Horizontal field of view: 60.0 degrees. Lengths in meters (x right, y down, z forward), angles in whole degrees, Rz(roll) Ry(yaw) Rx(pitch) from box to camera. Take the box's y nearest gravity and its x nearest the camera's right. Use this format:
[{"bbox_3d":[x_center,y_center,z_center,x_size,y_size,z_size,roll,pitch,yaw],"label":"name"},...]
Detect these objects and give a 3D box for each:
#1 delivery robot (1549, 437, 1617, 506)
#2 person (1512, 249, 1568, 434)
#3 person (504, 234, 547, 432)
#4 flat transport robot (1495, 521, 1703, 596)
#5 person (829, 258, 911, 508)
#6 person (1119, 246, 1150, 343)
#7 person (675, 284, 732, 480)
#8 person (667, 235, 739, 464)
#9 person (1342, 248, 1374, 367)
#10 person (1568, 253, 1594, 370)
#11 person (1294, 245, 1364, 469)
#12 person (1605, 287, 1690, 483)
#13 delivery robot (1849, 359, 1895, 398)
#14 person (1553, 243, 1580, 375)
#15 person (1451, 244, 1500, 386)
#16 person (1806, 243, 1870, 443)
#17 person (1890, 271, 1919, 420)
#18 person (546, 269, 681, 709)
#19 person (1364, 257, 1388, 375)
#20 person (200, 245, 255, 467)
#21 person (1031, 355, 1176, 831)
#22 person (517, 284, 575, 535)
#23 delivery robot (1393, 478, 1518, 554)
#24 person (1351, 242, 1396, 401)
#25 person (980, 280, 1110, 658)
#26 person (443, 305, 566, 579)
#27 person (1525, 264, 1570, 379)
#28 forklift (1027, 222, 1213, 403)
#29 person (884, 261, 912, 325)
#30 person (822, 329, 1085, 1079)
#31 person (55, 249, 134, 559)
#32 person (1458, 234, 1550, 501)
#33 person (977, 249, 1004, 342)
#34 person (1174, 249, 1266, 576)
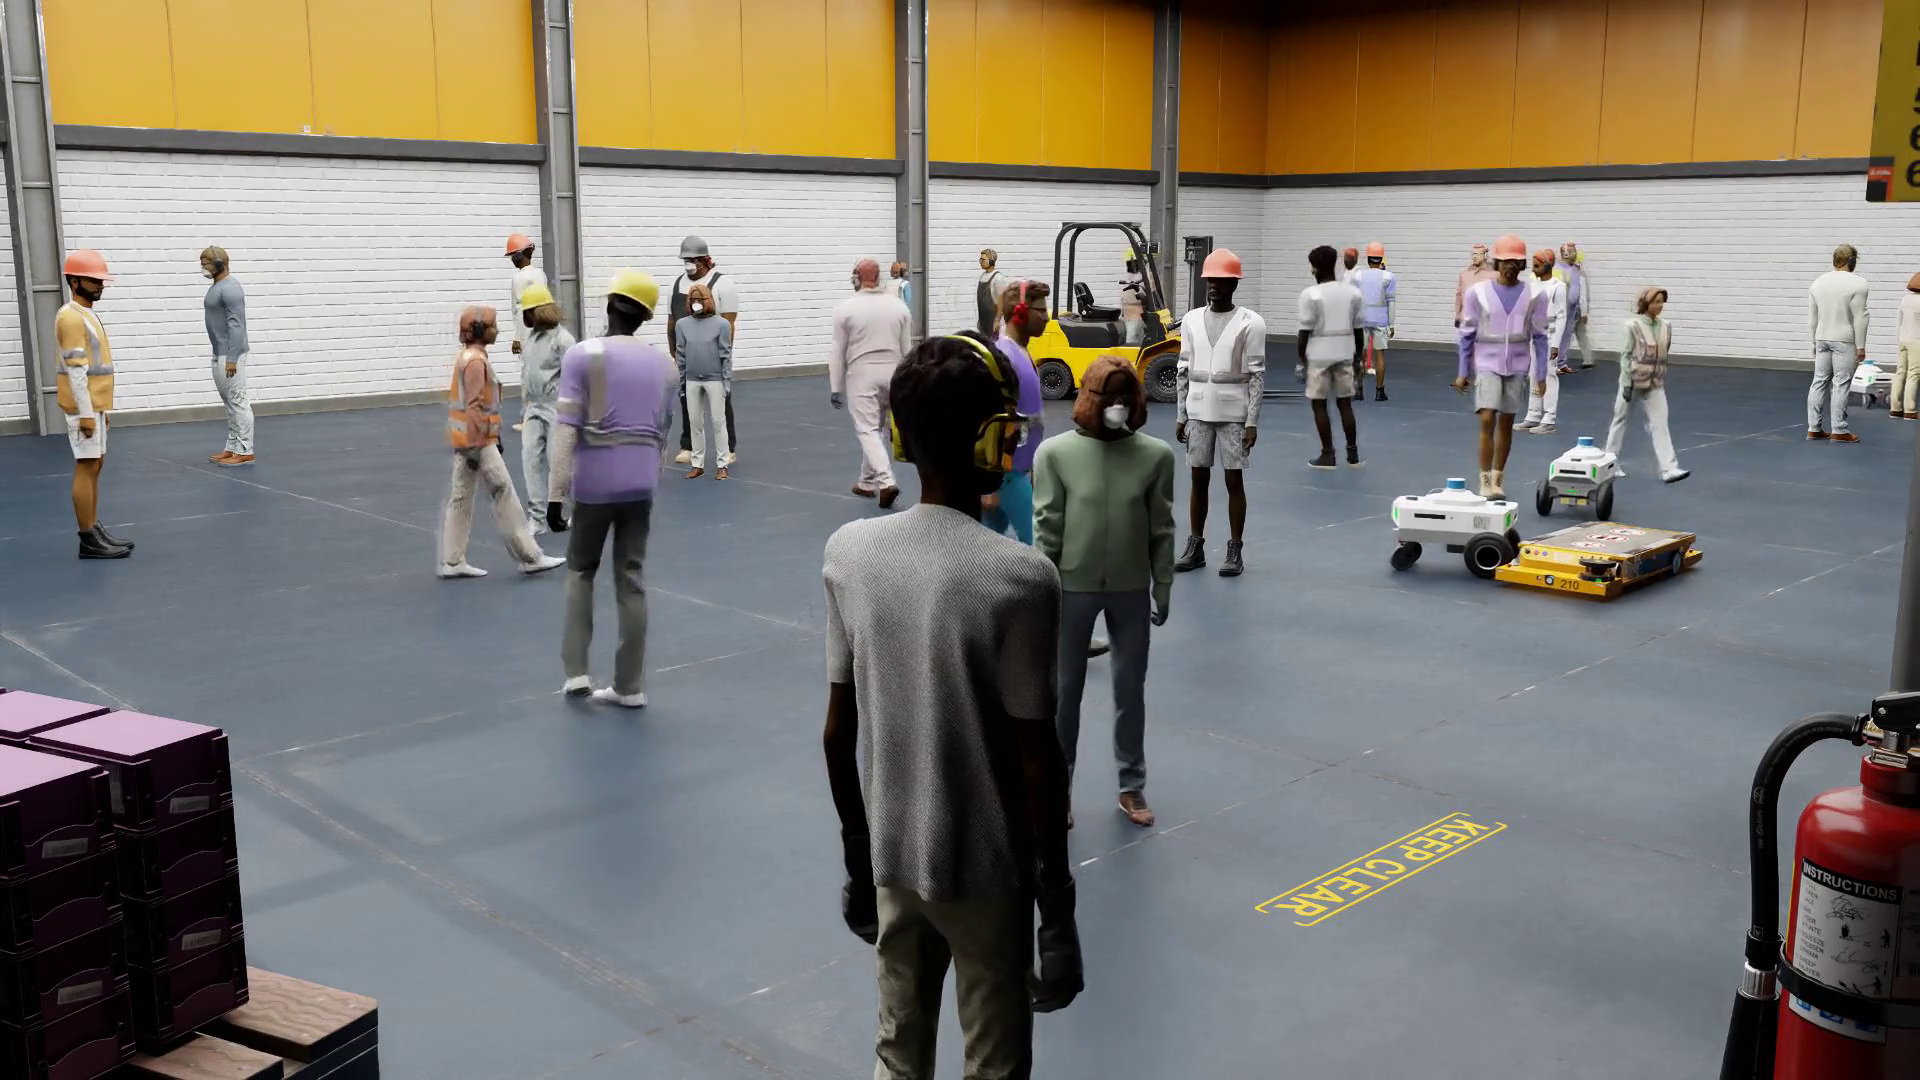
[{"bbox_3d":[4.538,-0.506,12.103,0.477,0.478,0.707,7,12,32],"label":"delivery robot"},{"bbox_3d":[5.964,-2.027,17.021,0.358,1.886,0.574,-2,11,-13],"label":"person"},{"bbox_3d":[-4.488,-2.134,17.205,0.391,2.034,0.605,1,10,7],"label":"person"},{"bbox_3d":[3.817,0.091,9.877,0.652,0.197,1.431,10,14,43],"label":"flat transport robot"},{"bbox_3d":[-0.654,-1.190,12.550,0.646,1.864,0.955,-6,12,-31],"label":"person"},{"bbox_3d":[2.361,-2.988,22.278,0.980,1.886,0.586,-2,11,-11],"label":"person"},{"bbox_3d":[-2.125,-1.308,13.815,0.501,1.625,0.282,3,11,13],"label":"person"},{"bbox_3d":[-2.310,-1.681,14.708,0.687,2.000,0.538,4,11,19],"label":"person"},{"bbox_3d":[5.902,-3.436,24.873,0.736,1.861,0.628,0,10,-1],"label":"person"},{"bbox_3d":[9.172,-3.433,24.981,0.850,1.777,0.595,4,11,18],"label":"person"},{"bbox_3d":[3.206,-1.571,14.409,0.671,1.939,0.371,-3,11,-16],"label":"person"},{"bbox_3d":[5.644,-1.270,13.664,0.538,1.587,0.879,-4,11,-19],"label":"person"},{"bbox_3d":[10.727,-1.898,19.690,0.477,0.478,0.707,0,10,-2],"label":"delivery robot"},{"bbox_3d":[8.851,-3.380,24.330,0.644,1.913,0.408,-9,14,-41],"label":"person"},{"bbox_3d":[6.887,-2.985,22.190,0.642,1.908,0.409,10,14,43],"label":"person"},{"bbox_3d":[8.594,-1.919,16.286,0.372,1.940,0.631,-4,11,-23],"label":"person"},{"bbox_3d":[10.514,-2.142,18.334,0.280,1.632,0.501,-1,10,-4],"label":"person"},{"bbox_3d":[-1.494,-0.212,7.176,0.682,1.873,0.508,-8,13,-36],"label":"person"},{"bbox_3d":[6.055,-3.298,24.272,0.308,1.772,0.526,2,11,13],"label":"person"},{"bbox_3d":[-6.459,-1.616,14.651,0.372,1.934,0.627,-7,13,-34],"label":"person"},{"bbox_3d":[0.485,0.184,5.676,0.507,1.630,0.273,-1,10,-7],"label":"person"},{"bbox_3d":[-2.827,-0.886,11.307,0.533,1.700,0.622,6,12,31],"label":"person"},{"bbox_3d":[2.990,-0.132,10.061,0.707,0.478,0.477,5,11,24],"label":"delivery robot"},{"bbox_3d":[5.052,-2.668,20.368,0.552,1.937,0.359,4,11,21],"label":"person"},{"bbox_3d":[0.339,-0.311,7.865,0.938,1.801,0.582,1,10,5],"label":"person"},{"bbox_3d":[-2.719,-0.570,9.808,0.783,1.602,0.545,-4,11,-21],"label":"person"},{"bbox_3d":[8.087,-3.084,23.034,0.626,1.796,0.943,2,11,12],"label":"person"},{"bbox_3d":[1.935,-2.847,20.651,2.313,2.155,1.214,2,11,13],"label":"forklift"},{"bbox_3d":[-0.908,-3.239,24.299,0.515,1.641,0.315,9,14,41],"label":"person"},{"bbox_3d":[-0.001,0.583,2.846,0.510,1.867,0.329,8,13,36],"label":"person"},{"bbox_3d":[-5.456,-0.850,10.469,0.376,1.934,0.546,-3,11,-17],"label":"person"},{"bbox_3d":[4.111,-1.270,12.517,0.637,2.018,0.824,1,10,8],"label":"person"},{"bbox_3d":[0.381,-2.904,21.916,0.346,1.846,0.505,-6,12,-31],"label":"person"},{"bbox_3d":[1.534,-0.753,9.921,0.546,1.942,0.352,6,12,30],"label":"person"}]
